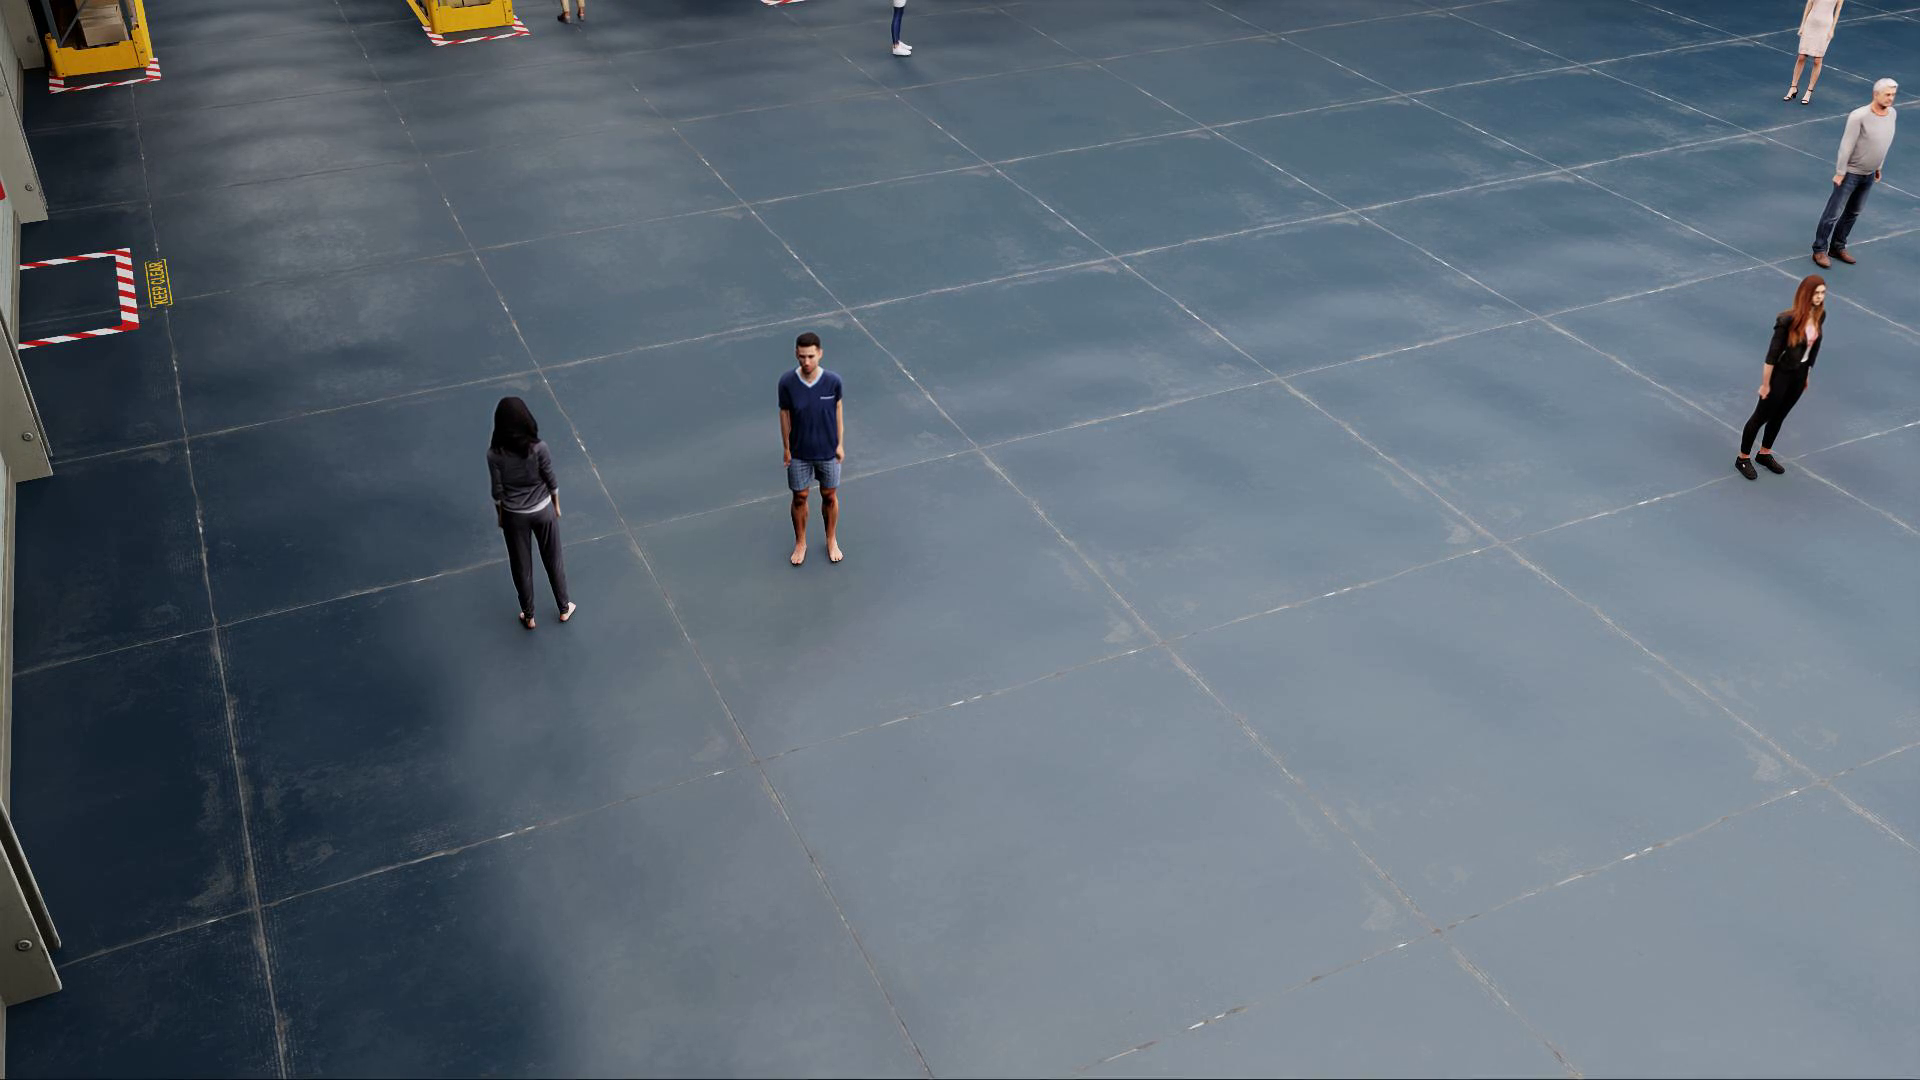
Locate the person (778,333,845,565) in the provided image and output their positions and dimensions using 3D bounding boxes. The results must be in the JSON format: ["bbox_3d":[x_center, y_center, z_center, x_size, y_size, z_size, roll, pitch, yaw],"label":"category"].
[{"bbox_3d":[-1.066,-0.677,12.083,0.683,1.847,0.662,-3,33,-5],"label":"person"}]

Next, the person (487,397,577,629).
[{"bbox_3d":[-2.953,-0.178,11.391,0.617,1.765,0.552,-9,34,-14],"label":"person"}]

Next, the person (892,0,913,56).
[{"bbox_3d":[-0.832,-7.565,22.740,0.758,1.775,0.640,3,33,4],"label":"person"}]

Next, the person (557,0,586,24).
[{"bbox_3d":[-5.718,-8.454,24.038,0.666,1.851,0.579,-21,38,-29],"label":"person"}]

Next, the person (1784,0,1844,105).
[{"bbox_3d":[10.812,-6.433,20.950,0.563,1.830,0.701,26,41,34],"label":"person"}]

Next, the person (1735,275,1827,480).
[{"bbox_3d":[6.540,-1.313,13.184,0.628,1.712,0.547,-11,35,-16],"label":"person"}]

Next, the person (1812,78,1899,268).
[{"bbox_3d":[8.996,-3.699,16.673,0.757,1.909,0.643,-11,35,-16],"label":"person"}]
